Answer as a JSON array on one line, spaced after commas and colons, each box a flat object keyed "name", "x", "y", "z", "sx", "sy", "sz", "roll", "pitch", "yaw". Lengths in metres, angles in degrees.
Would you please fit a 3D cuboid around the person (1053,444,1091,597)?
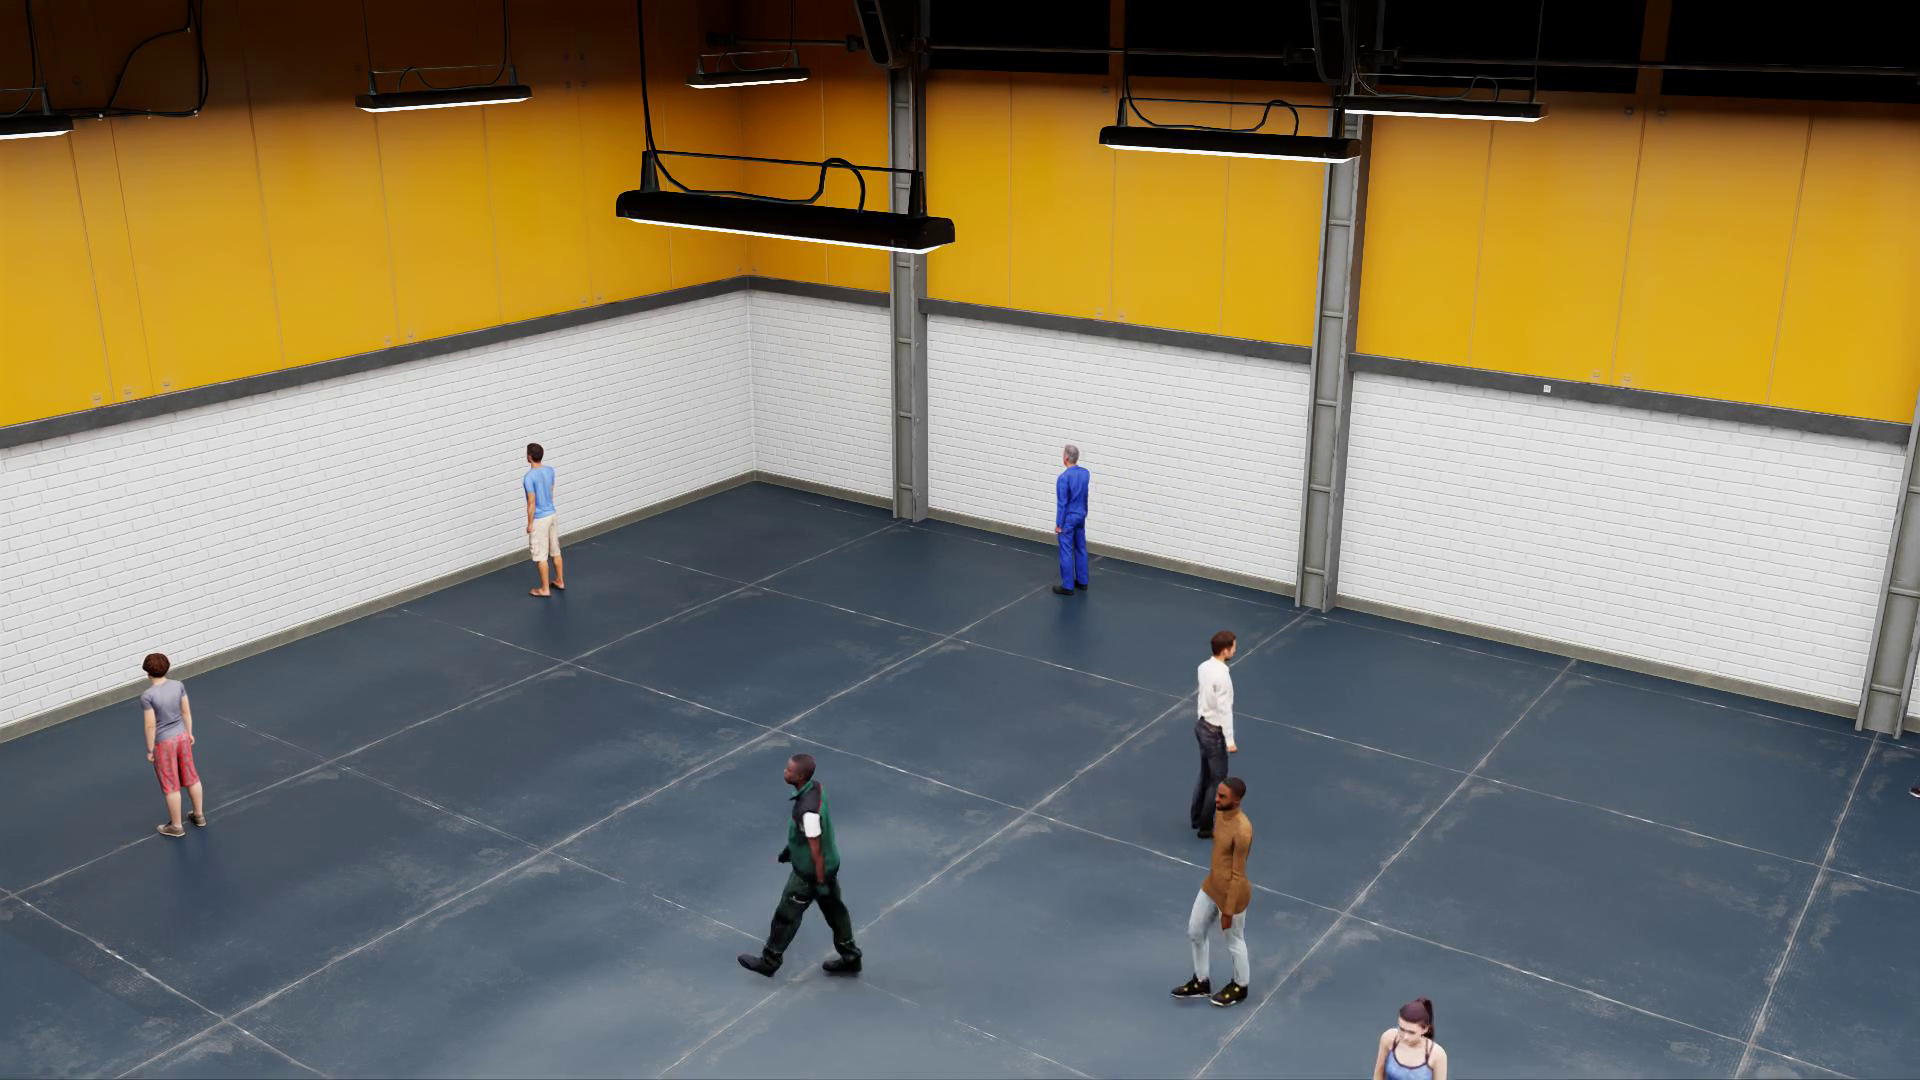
[{"name": "person", "x": 1.347, "y": -0.250, "z": 20.000, "sx": 0.605, "sy": 1.826, "sz": 0.765, "roll": 17, "pitch": 25, "yaw": 41}]

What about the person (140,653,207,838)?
[{"name": "person", "x": -6.802, "y": 1.749, "z": 14.337, "sx": 0.521, "sy": 1.651, "sz": 0.575, "roll": 12, "pitch": 22, "yaw": 31}]

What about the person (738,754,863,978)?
[{"name": "person", "x": -0.984, "y": 2.411, "z": 12.153, "sx": 1.254, "sy": 1.790, "sz": 1.082, "roll": 1, "pitch": 19, "yaw": 3}]

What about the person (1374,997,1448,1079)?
[{"name": "person", "x": 2.637, "y": 3.338, "z": 9.725, "sx": 0.573, "sy": 1.584, "sz": 0.676, "roll": 11, "pitch": 21, "yaw": 29}]

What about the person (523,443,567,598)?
[{"name": "person", "x": -5.012, "y": -0.258, "z": 19.966, "sx": 0.588, "sy": 1.863, "sz": 0.672, "roll": 9, "pitch": 21, "yaw": 26}]

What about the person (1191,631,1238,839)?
[{"name": "person", "x": 2.150, "y": 1.675, "z": 14.231, "sx": 0.815, "sy": 1.859, "sz": 0.730, "roll": -5, "pitch": 19, "yaw": -14}]

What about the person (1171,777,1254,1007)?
[{"name": "person", "x": 1.985, "y": 2.501, "z": 11.872, "sx": 0.933, "sy": 1.799, "sz": 0.882, "roll": -6, "pitch": 20, "yaw": -17}]
